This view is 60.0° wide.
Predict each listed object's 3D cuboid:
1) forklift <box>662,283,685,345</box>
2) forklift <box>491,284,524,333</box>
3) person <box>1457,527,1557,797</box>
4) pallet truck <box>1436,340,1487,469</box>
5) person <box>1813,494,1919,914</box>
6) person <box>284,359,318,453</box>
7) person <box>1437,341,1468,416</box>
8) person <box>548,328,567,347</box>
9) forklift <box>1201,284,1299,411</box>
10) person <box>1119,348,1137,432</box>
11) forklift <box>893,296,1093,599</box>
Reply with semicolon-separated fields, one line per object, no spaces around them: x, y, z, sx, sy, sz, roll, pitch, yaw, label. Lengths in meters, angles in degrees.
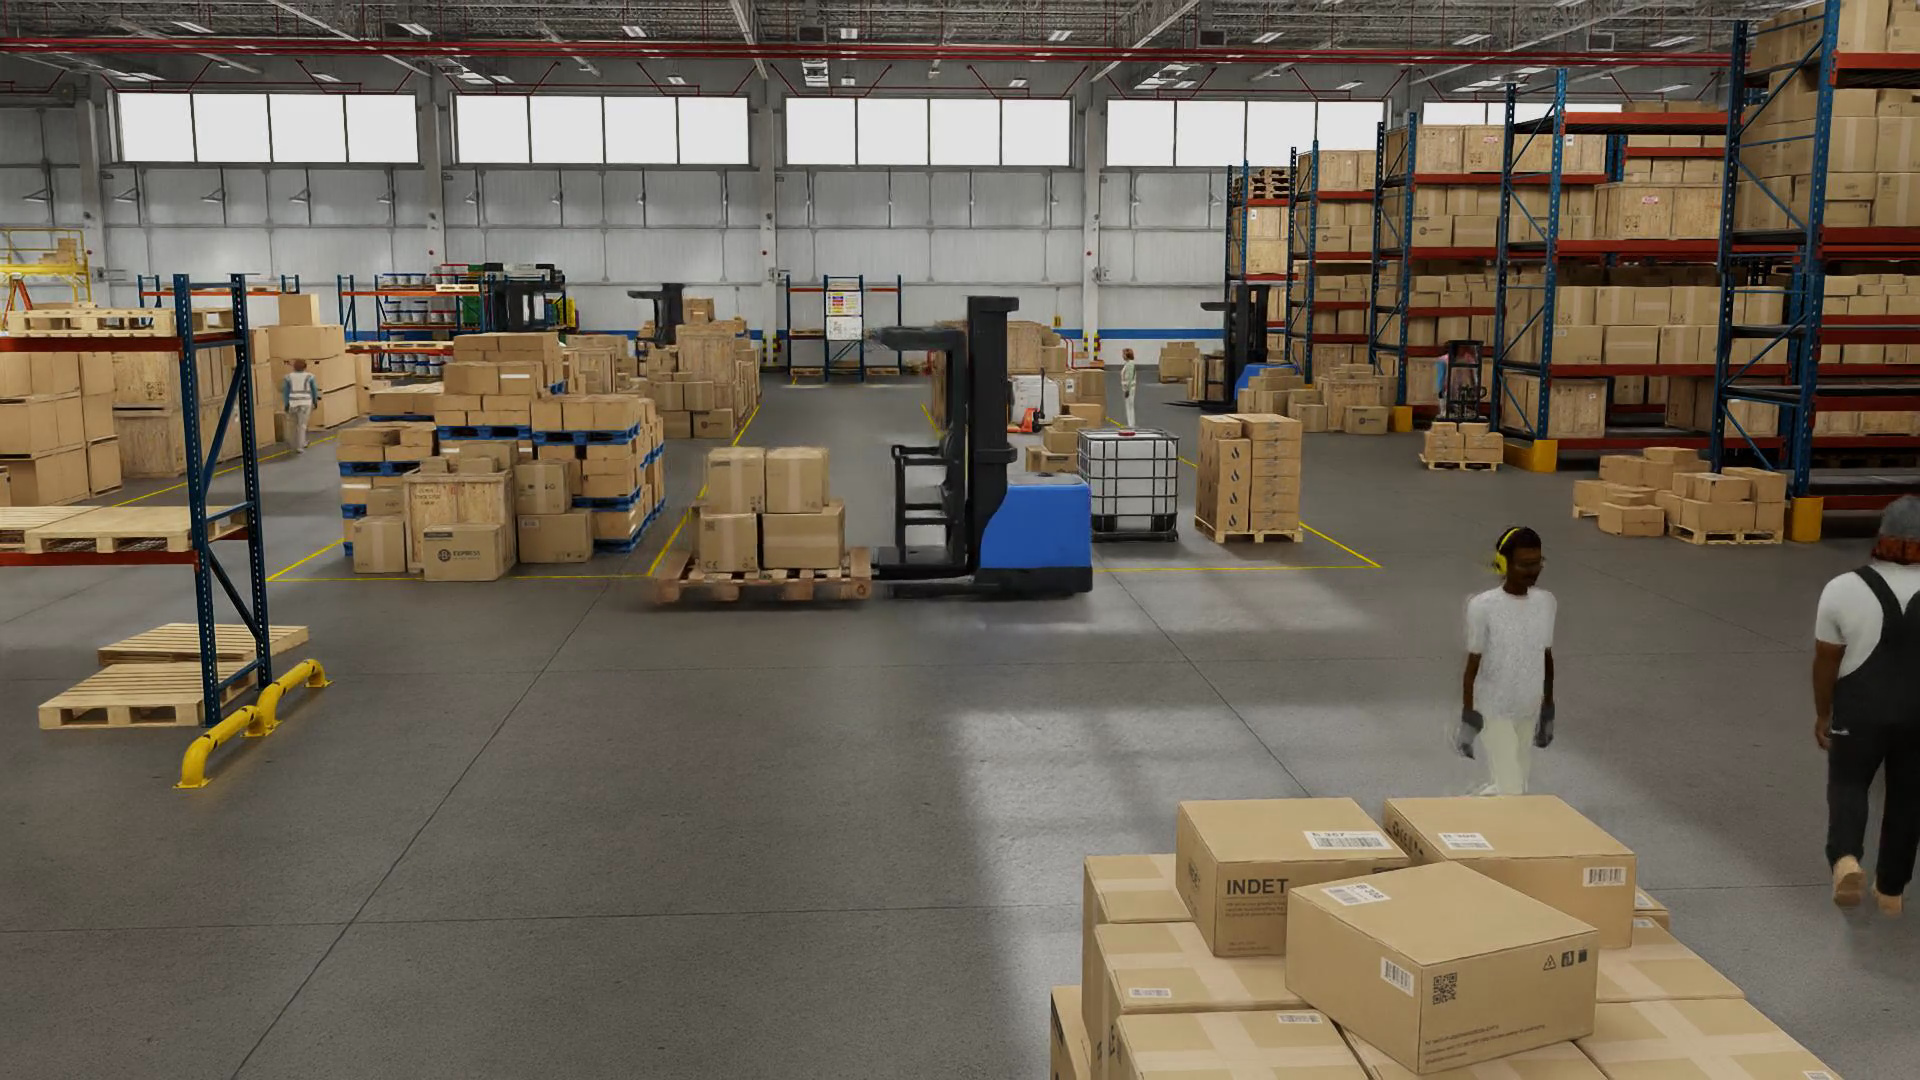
-7.145;-5.031;41.617;1.873;2.768;1.129;-4;10;-23;forklift
-10.007;-4.280;36.905;1.873;2.768;1.129;-8;12;-39;forklift
2.632;0.828;8.086;0.523;1.848;0.817;-3;10;-20;person
8.004;-2.170;26.422;0.823;1.965;1.885;2;9;14;pallet truck
4.367;0.776;7.784;0.691;2.000;0.663;4;10;25;person
-11.278;-2.304;28.524;0.506;1.592;0.880;0;9;0;person
9.125;-2.789;30.886;0.656;1.824;0.433;-3;10;-20;person
-8.440;-3.441;34.586;0.629;1.940;0.379;1;9;8;person
6.410;-4.205;36.433;1.873;2.768;1.129;7;12;39;forklift
3.221;-2.849;31.825;0.309;1.632;0.525;0;9;-1;person
0.277;-0.909;15.741;1.873;2.768;1.129;-1;9;-4;forklift
